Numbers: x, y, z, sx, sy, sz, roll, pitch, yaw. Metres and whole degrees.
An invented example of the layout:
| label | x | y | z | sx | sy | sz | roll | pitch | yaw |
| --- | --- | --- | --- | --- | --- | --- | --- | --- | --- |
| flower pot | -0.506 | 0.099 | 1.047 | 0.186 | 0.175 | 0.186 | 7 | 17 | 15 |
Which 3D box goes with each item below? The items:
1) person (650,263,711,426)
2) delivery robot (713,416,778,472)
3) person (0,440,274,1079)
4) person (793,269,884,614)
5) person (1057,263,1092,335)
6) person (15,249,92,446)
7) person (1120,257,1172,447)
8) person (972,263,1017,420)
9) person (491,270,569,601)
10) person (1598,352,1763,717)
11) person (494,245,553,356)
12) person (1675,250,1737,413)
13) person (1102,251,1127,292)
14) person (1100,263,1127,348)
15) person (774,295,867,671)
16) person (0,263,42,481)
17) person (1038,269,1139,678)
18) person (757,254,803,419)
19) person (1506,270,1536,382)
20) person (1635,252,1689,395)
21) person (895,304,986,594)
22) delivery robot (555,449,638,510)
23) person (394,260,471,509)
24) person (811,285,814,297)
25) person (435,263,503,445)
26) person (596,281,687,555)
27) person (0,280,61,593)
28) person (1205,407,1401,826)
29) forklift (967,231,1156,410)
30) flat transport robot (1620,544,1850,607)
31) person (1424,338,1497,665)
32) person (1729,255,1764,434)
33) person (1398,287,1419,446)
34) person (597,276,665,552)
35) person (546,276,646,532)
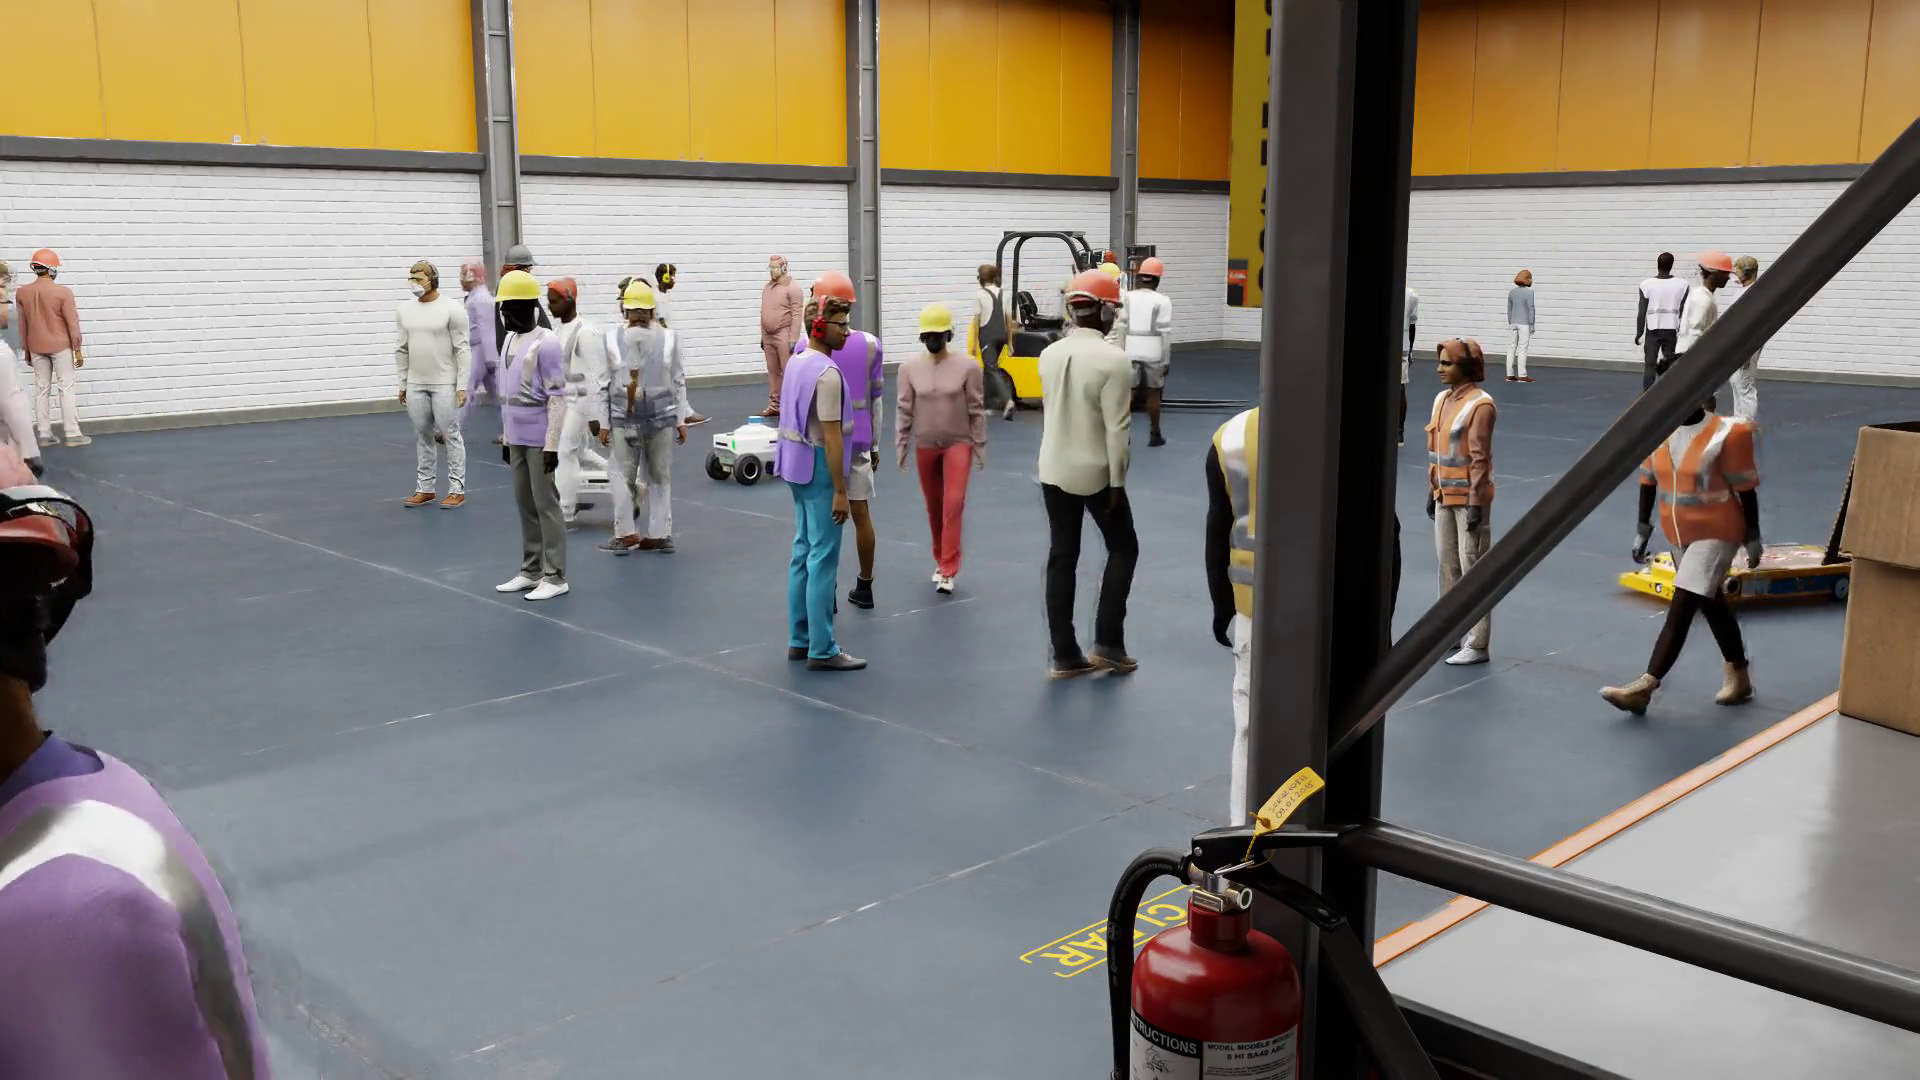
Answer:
| label | x | y | z | sx | sy | sz | roll | pitch | yaw |
| --- | --- | --- | --- | --- | --- | --- | --- | --- | --- |
| person | -3.208 | -2.127 | 18.336 | 0.942 | 1.812 | 0.505 | 1 | 10 | 4 |
| delivery robot | -1.786 | -0.835 | 14.493 | 0.707 | 0.478 | 0.477 | -10 | 14 | -42 |
| person | -0.702 | 0.861 | 1.604 | 0.725 | 1.990 | 0.687 | -7 | 13 | -34 |
| person | -0.695 | -0.550 | 9.413 | 0.544 | 1.943 | 0.347 | -6 | 12 | -30 |
| person | 1.736 | -3.116 | 23.887 | 0.638 | 1.765 | 0.991 | 9 | 14 | 42 |
| person | -9.191 | -1.941 | 16.849 | 0.623 | 1.993 | 0.384 | 0 | 10 | 2 |
| person | 1.842 | -1.865 | 16.641 | 0.586 | 1.918 | 0.740 | 6 | 12 | 28 |
| person | 0.434 | -2.313 | 19.402 | 0.513 | 1.814 | 0.850 | -9 | 14 | -40 |
| person | -2.536 | -0.611 | 9.786 | 0.366 | 1.926 | 0.593 | -10 | 14 | -42 |
| person | 3.275 | -0.024 | 7.400 | 0.912 | 1.623 | 0.532 | -4 | 11 | -21 |
| person | -4.218 | -1.834 | 16.143 | 0.537 | 2.000 | 0.674 | -6 | 12 | -29 |
| person | 6.655 | -1.662 | 15.327 | 0.923 | 2.008 | 0.611 | 3 | 11 | 16 |
| person | 2.300 | -3.493 | 25.622 | 0.584 | 1.882 | 0.349 | -4 | 11 | -20 |
| person | 1.707 | -2.222 | 18.856 | 0.403 | 1.822 | 0.588 | -3 | 11 | -15 |
| person | -0.710 | -0.277 | 8.196 | 0.373 | 1.839 | 0.571 | -5 | 11 | -25 |
| person | -8.318 | -1.444 | 14.420 | 0.445 | 1.927 | 0.652 | -4 | 11 | -19 |
| person | 0.641 | -0.316 | 8.055 | 0.606 | 1.966 | 0.590 | 10 | 14 | 43 |
| person | -2.118 | -2.368 | 19.422 | 0.643 | 1.909 | 0.411 | 9 | 14 | 42 |
| person | 8.195 | -3.122 | 24.284 | 0.289 | 1.632 | 0.498 | -5 | 12 | -26 |
| person | 8.669 | -2.583 | 20.563 | 0.587 | 1.920 | 0.392 | 2 | 11 | 11 |
| person | -0.129 | -0.540 | 9.950 | 0.532 | 1.720 | 0.867 | 2 | 11 | 13 |
| delivery robot | -2.746 | -0.430 | 12.286 | 0.707 | 0.478 | 0.477 | 0 | 10 | -2 |
| person | -4.122 | -1.208 | 13.008 | 0.635 | 1.937 | 0.354 | 3 | 11 | 16 |
| person | -1.244 | -1.567 | 15.660 | 0.324 | 1.687 | 0.536 | -4 | 11 | -21 |
| person | -4.971 | -1.879 | 16.914 | 1.001 | 1.845 | 0.653 | -3 | 11 | -15 |
| person | -2.123 | -0.807 | 11.121 | 0.600 | 1.827 | 0.404 | -3 | 11 | -15 |
| person | -5.444 | -0.554 | 9.571 | 0.680 | 1.883 | 0.685 | 10 | 14 | 43 |
| person | 1.118 | 0.230 | 5.435 | 0.634 | 1.841 | 0.429 | 5 | 12 | 28 |
| forklift | 1.222 | -2.721 | 20.561 | 2.313 | 2.155 | 1.214 | 2 | 11 | 13 |
| flat transport robot | 4.745 | 0.200 | 9.884 | 1.431 | 0.197 | 0.652 | -3 | 11 | -17 |
| person | 2.504 | -0.195 | 8.340 | 0.318 | 1.630 | 0.512 | -2 | 11 | -12 |
| person | 7.896 | -1.894 | 16.769 | 0.371 | 1.934 | 0.627 | 3 | 11 | 14 |
| person | 4.314 | -1.913 | 16.776 | 0.605 | 1.966 | 0.367 | -3 | 11 | -18 |
| person | -2.229 | -0.838 | 11.229 | 0.572 | 1.859 | 0.537 | 4 | 11 | 21 |
| person | -2.674 | -0.966 | 11.954 | 0.798 | 1.854 | 0.618 | -6 | 12 | -28 |
